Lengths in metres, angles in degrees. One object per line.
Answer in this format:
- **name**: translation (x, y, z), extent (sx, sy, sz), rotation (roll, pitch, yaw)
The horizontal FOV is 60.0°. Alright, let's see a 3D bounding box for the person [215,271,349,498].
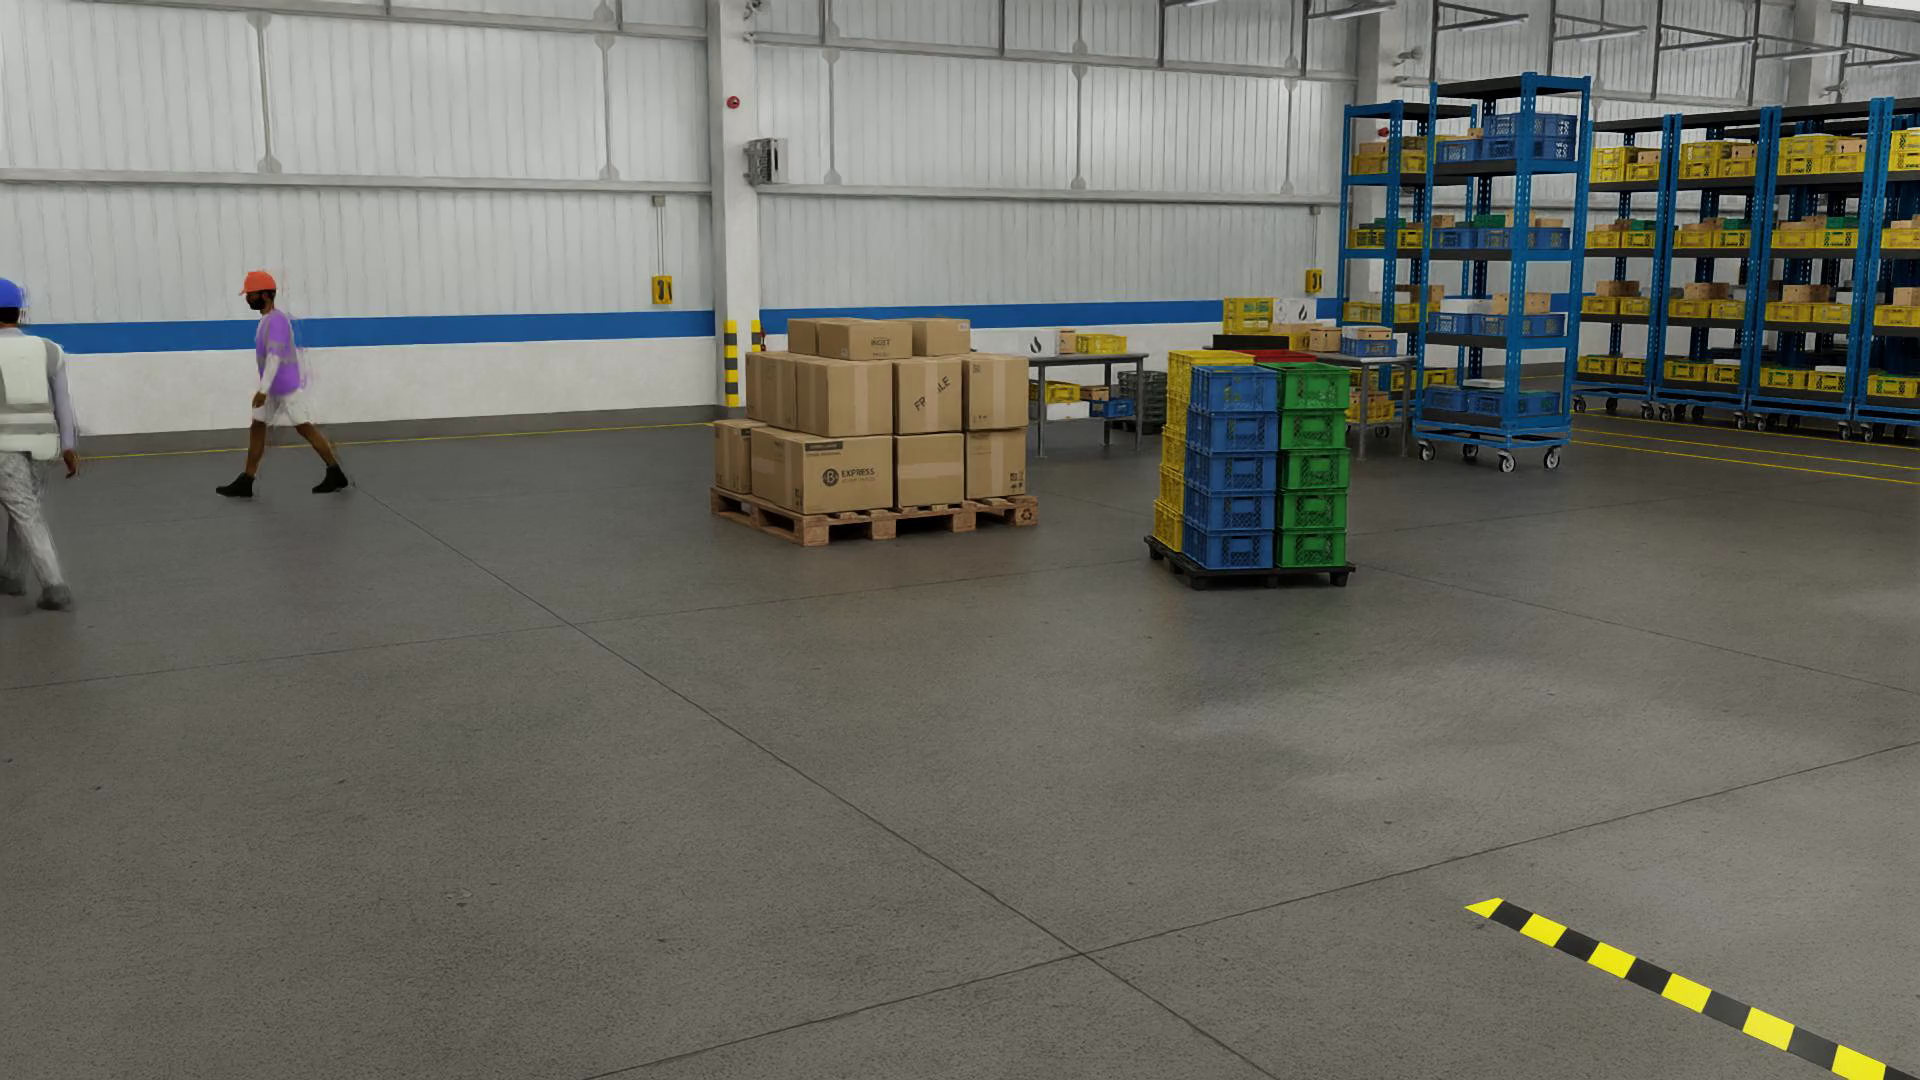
- **person**: translation (-5.650, -1.288, 13.824), extent (1.042, 1.883, 0.549), rotation (-8, 13, -38)

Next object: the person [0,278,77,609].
- **person**: translation (-5.466, -0.555, 9.615), extent (0.984, 1.900, 0.623), rotation (6, 12, 30)
